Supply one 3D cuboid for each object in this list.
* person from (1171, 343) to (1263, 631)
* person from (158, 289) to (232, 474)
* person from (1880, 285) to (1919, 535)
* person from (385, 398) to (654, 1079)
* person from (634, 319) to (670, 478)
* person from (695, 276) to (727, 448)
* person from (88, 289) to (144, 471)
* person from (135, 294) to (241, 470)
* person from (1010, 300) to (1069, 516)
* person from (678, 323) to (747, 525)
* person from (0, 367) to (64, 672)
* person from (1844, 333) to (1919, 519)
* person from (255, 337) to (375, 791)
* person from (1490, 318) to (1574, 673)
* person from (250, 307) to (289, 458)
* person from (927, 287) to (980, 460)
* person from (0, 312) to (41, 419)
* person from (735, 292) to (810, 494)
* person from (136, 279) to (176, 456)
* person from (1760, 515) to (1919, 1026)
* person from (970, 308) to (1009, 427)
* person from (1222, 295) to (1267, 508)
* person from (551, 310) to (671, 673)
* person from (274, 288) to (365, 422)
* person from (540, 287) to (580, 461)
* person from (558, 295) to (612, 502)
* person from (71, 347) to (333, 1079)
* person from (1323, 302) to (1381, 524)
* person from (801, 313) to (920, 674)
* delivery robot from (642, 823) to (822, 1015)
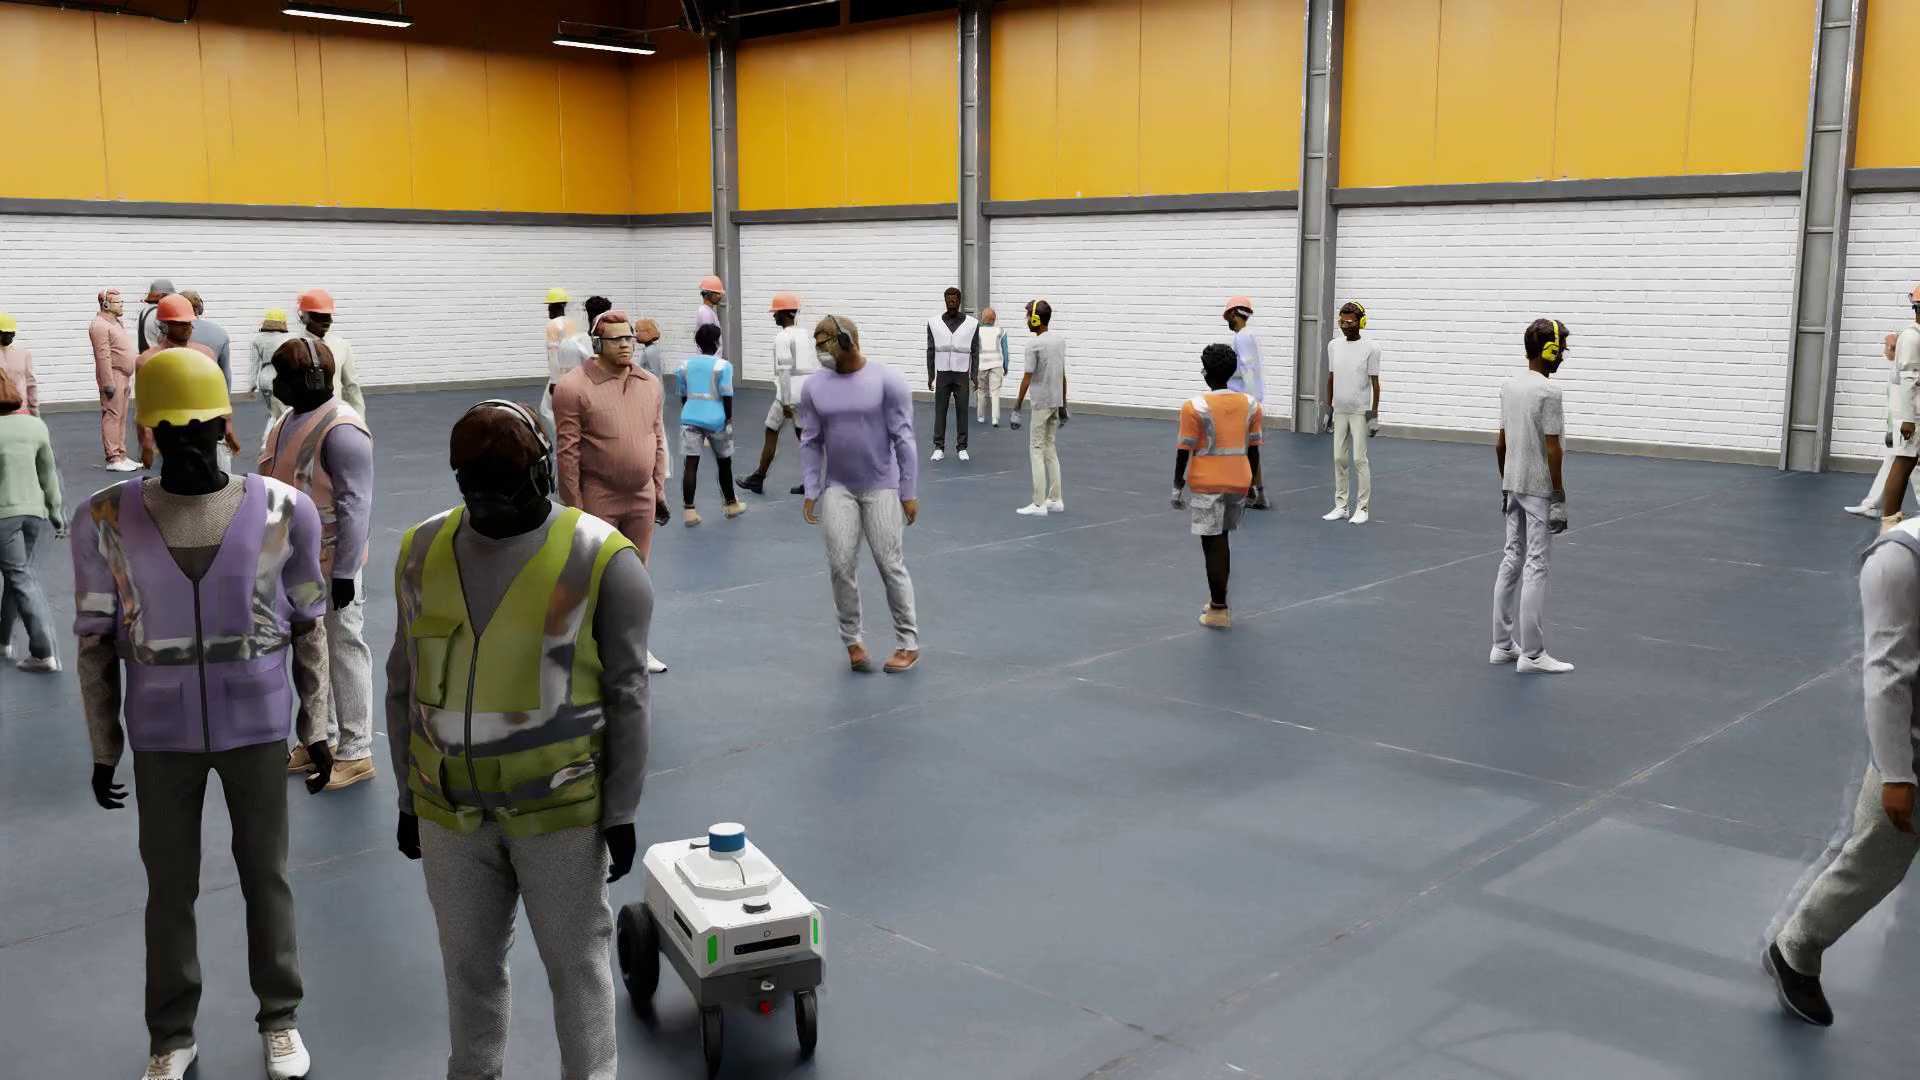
[{"bbox_3d":[1.477,-0.323,9.861,0.553,1.677,0.567,-4,10,-26],"label":"person"},{"bbox_3d":[-6.758,-1.242,14.740,0.352,1.937,0.635,7,12,37],"label":"person"},{"bbox_3d":[7.427,-0.990,12.886,0.395,2.038,0.615,7,12,38],"label":"person"},{"bbox_3d":[-1.009,0.599,3.769,0.623,1.839,0.429,2,9,9],"label":"person"},{"bbox_3d":[-3.163,-1.408,16.734,0.512,1.617,0.511,-1,9,-4],"label":"person"},{"bbox_3d":[-2.970,-2.104,19.740,0.433,2.036,0.649,-2,9,-10],"label":"person"},{"bbox_3d":[-8.873,-1.677,17.505,0.408,1.909,0.638,-2,10,-13],"label":"person"},{"bbox_3d":[-5.456,-0.739,11.624,0.976,1.956,0.614,4,10,22],"label":"person"},{"bbox_3d":[0.691,-1.130,14.306,0.376,1.859,0.586,8,12,39],"label":"person"},{"bbox_3d":[-2.085,-0.973,13.906,0.560,1.650,0.834,4,10,21],"label":"person"},{"bbox_3d":[-5.104,-0.109,8.791,0.775,1.597,0.527,4,10,21],"label":"person"},{"bbox_3d":[7.787,-0.917,13.804,0.788,1.585,0.535,8,12,41],"label":"person"},{"bbox_3d":[-2.653,0.095,6.844,0.627,1.844,0.429,8,12,42],"label":"person"},{"bbox_3d":[3.032,-0.232,8.781,0.327,1.865,0.519,-3,10,-16],"label":"person"},{"bbox_3d":[-7.672,-1.742,18.548,0.524,1.699,0.809,1,9,7],"label":"person"},{"bbox_3d":[-0.075,-1.843,18.491,0.590,1.917,0.395,0,9,2],"label":"person"},{"bbox_3d":[-8.403,-1.131,14.624,0.487,1.745,0.540,6,11,31],"label":"person"},{"bbox_3d":[-1.688,-1.368,15.625,0.760,1.912,0.559,4,10,25],"label":"person"},{"bbox_3d":[-8.993,-1.961,18.835,0.707,2.000,0.541,8,12,41],"label":"person"},{"bbox_3d":[2.556,0.526,4.366,0.595,1.795,0.910,-2,9,-12],"label":"person"},{"bbox_3d":[0.399,-2.340,22.534,0.530,1.593,0.841,0,9,0],"label":"person"},{"bbox_3d":[2.554,-1.236,14.873,0.485,1.885,0.705,2,9,11],"label":"person"},{"bbox_3d":[-1.766,-0.224,8.595,0.399,1.909,0.642,9,13,44],"label":"person"},{"bbox_3d":[-4.706,-0.867,12.316,0.602,1.969,0.640,7,11,35],"label":"person"},{"bbox_3d":[-4.370,-1.800,18.226,0.425,1.911,0.619,3,10,17],"label":"person"},{"bbox_3d":[-3.214,-1.198,14.622,1.012,1.905,0.669,9,13,44],"label":"person"},{"bbox_3d":[-1.913,0.475,4.250,0.591,1.926,0.387,-3,10,-20],"label":"person"},{"bbox_3d":[3.265,-1.054,13.872,0.367,1.853,0.503,-9,13,-43],"label":"person"},{"bbox_3d":[-0.527,-0.244,8.755,0.660,1.896,0.431,3,10,20],"label":"person"},{"bbox_3d":[-0.651,1.042,4.682,0.477,0.478,0.707,-4,10,-25],"label":"delivery robot"}]
